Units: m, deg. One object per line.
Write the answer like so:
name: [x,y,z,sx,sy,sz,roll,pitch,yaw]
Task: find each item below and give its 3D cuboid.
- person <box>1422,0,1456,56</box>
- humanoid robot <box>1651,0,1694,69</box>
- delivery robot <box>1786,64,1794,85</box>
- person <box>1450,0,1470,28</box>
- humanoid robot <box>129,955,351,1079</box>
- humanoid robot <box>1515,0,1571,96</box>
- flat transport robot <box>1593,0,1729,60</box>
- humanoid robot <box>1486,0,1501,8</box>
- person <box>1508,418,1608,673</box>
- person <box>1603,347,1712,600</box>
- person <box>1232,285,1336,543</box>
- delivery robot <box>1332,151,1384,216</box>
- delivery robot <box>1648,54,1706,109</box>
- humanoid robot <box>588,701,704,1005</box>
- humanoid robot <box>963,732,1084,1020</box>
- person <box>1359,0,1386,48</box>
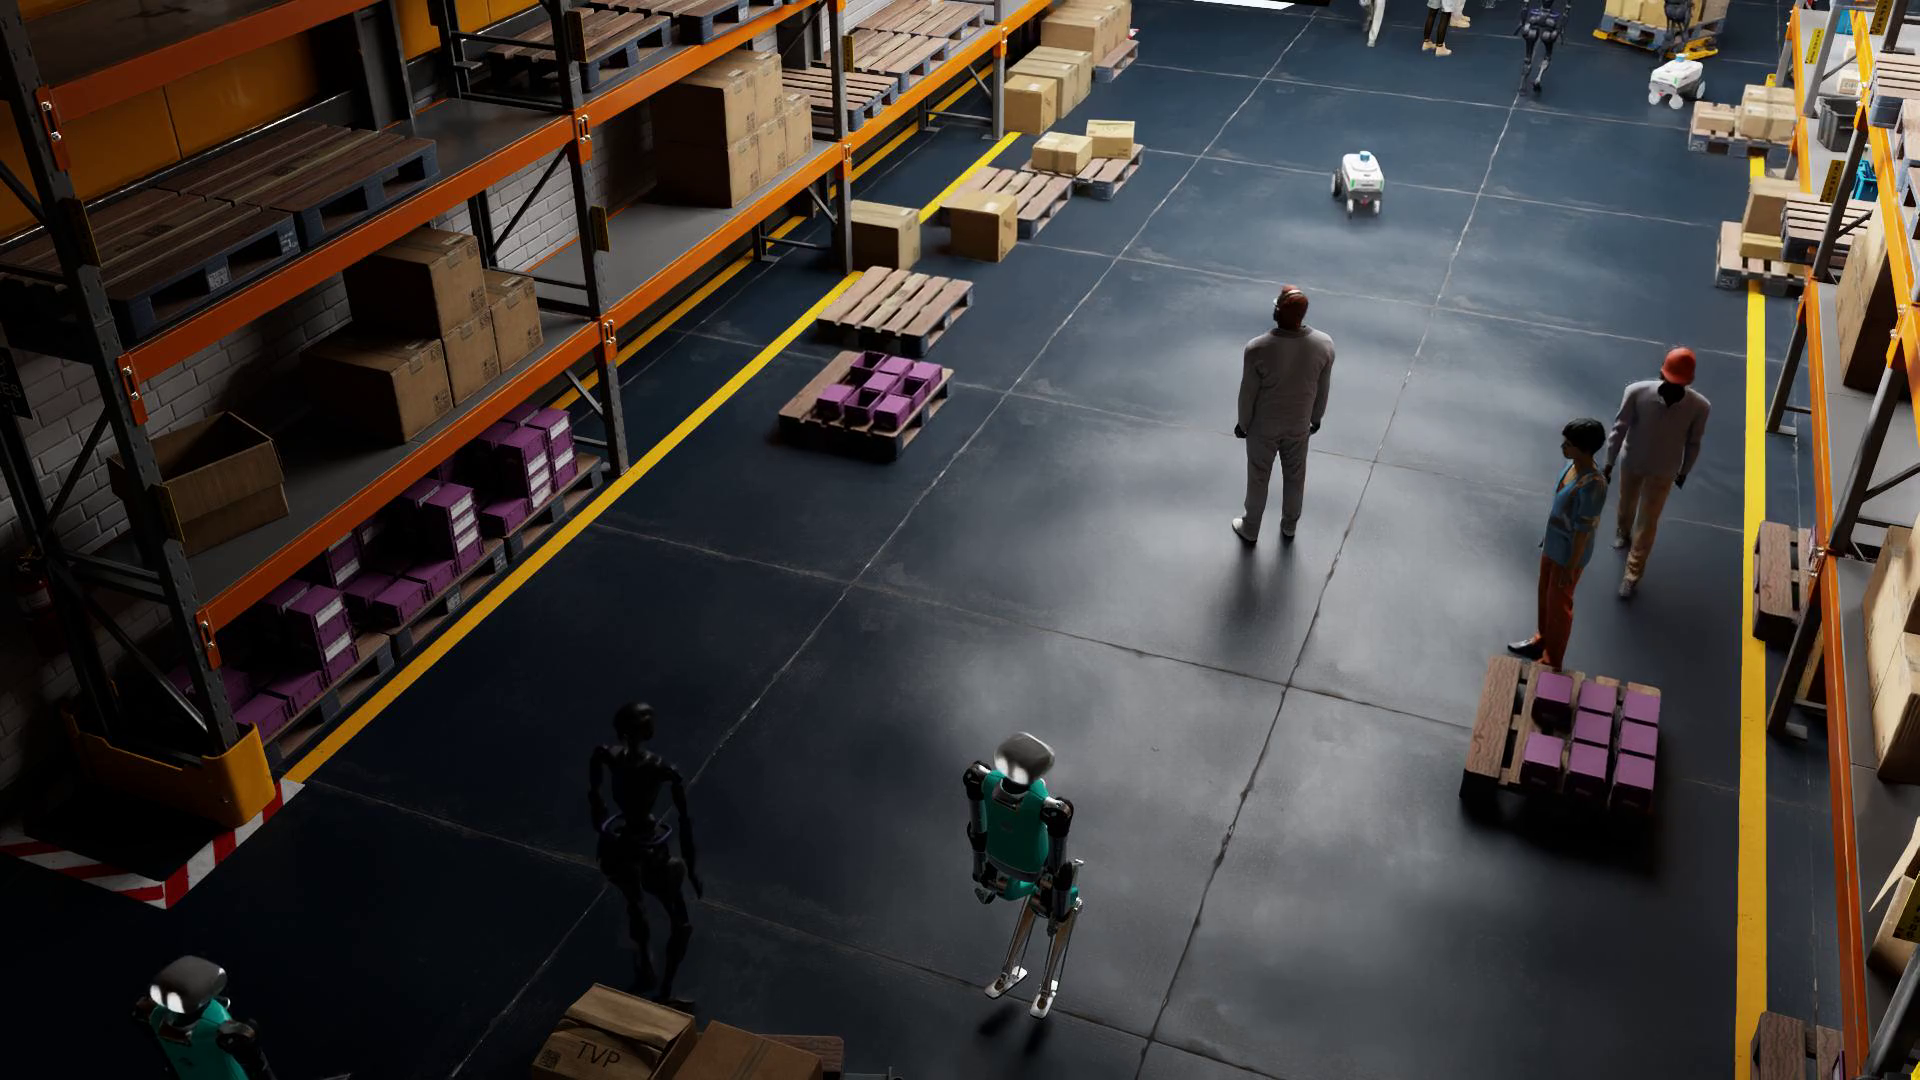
person: [6.180,-7.038,21.175,0.319,1.691,0.532,-17,36,-24]
humanoid robot: [8.943,-6.646,20.578,0.416,1.656,0.608,-2,33,-2]
delivery robot: [10.505,-5.718,20.184,0.795,0.602,0.499,0,33,-1]
person: [6.867,-7.787,22.259,0.330,1.771,0.465,9,34,13]
humanoid robot: [-2.788,2.279,6.820,0.539,1.901,0.743,10,34,15]
humanoid robot: [6.915,-6.120,19.766,0.583,1.652,0.337,14,35,20]
flat transport robot: [9.091,-6.552,21.732,0.659,0.231,1.431,-20,38,-28]
humanoid robot: [7.531,-8.278,23.116,0.823,1.813,0.534,-14,35,-20]
person: [3.669,0.054,10.137,0.334,1.759,0.501,1,33,2]
person: [4.607,-0.538,11.105,0.561,1.706,0.922,16,36,23]
person: [2.187,-0.852,11.399,0.640,1.913,0.411,-6,33,-9]
delivery robot: [4.110,-3.678,17.037,0.499,0.613,0.807,2,33,3]
delivery robot: [8.539,-5.487,19.811,0.737,0.585,0.523,-28,42,-36]
humanoid robot: [-1.529,1.518,7.953,0.610,1.644,0.469,13,35,20]
humanoid robot: [0.385,1.505,7.792,0.533,1.672,0.735,20,38,28]
person: [5.433,-7.379,21.520,0.569,1.884,0.542,12,35,18]
